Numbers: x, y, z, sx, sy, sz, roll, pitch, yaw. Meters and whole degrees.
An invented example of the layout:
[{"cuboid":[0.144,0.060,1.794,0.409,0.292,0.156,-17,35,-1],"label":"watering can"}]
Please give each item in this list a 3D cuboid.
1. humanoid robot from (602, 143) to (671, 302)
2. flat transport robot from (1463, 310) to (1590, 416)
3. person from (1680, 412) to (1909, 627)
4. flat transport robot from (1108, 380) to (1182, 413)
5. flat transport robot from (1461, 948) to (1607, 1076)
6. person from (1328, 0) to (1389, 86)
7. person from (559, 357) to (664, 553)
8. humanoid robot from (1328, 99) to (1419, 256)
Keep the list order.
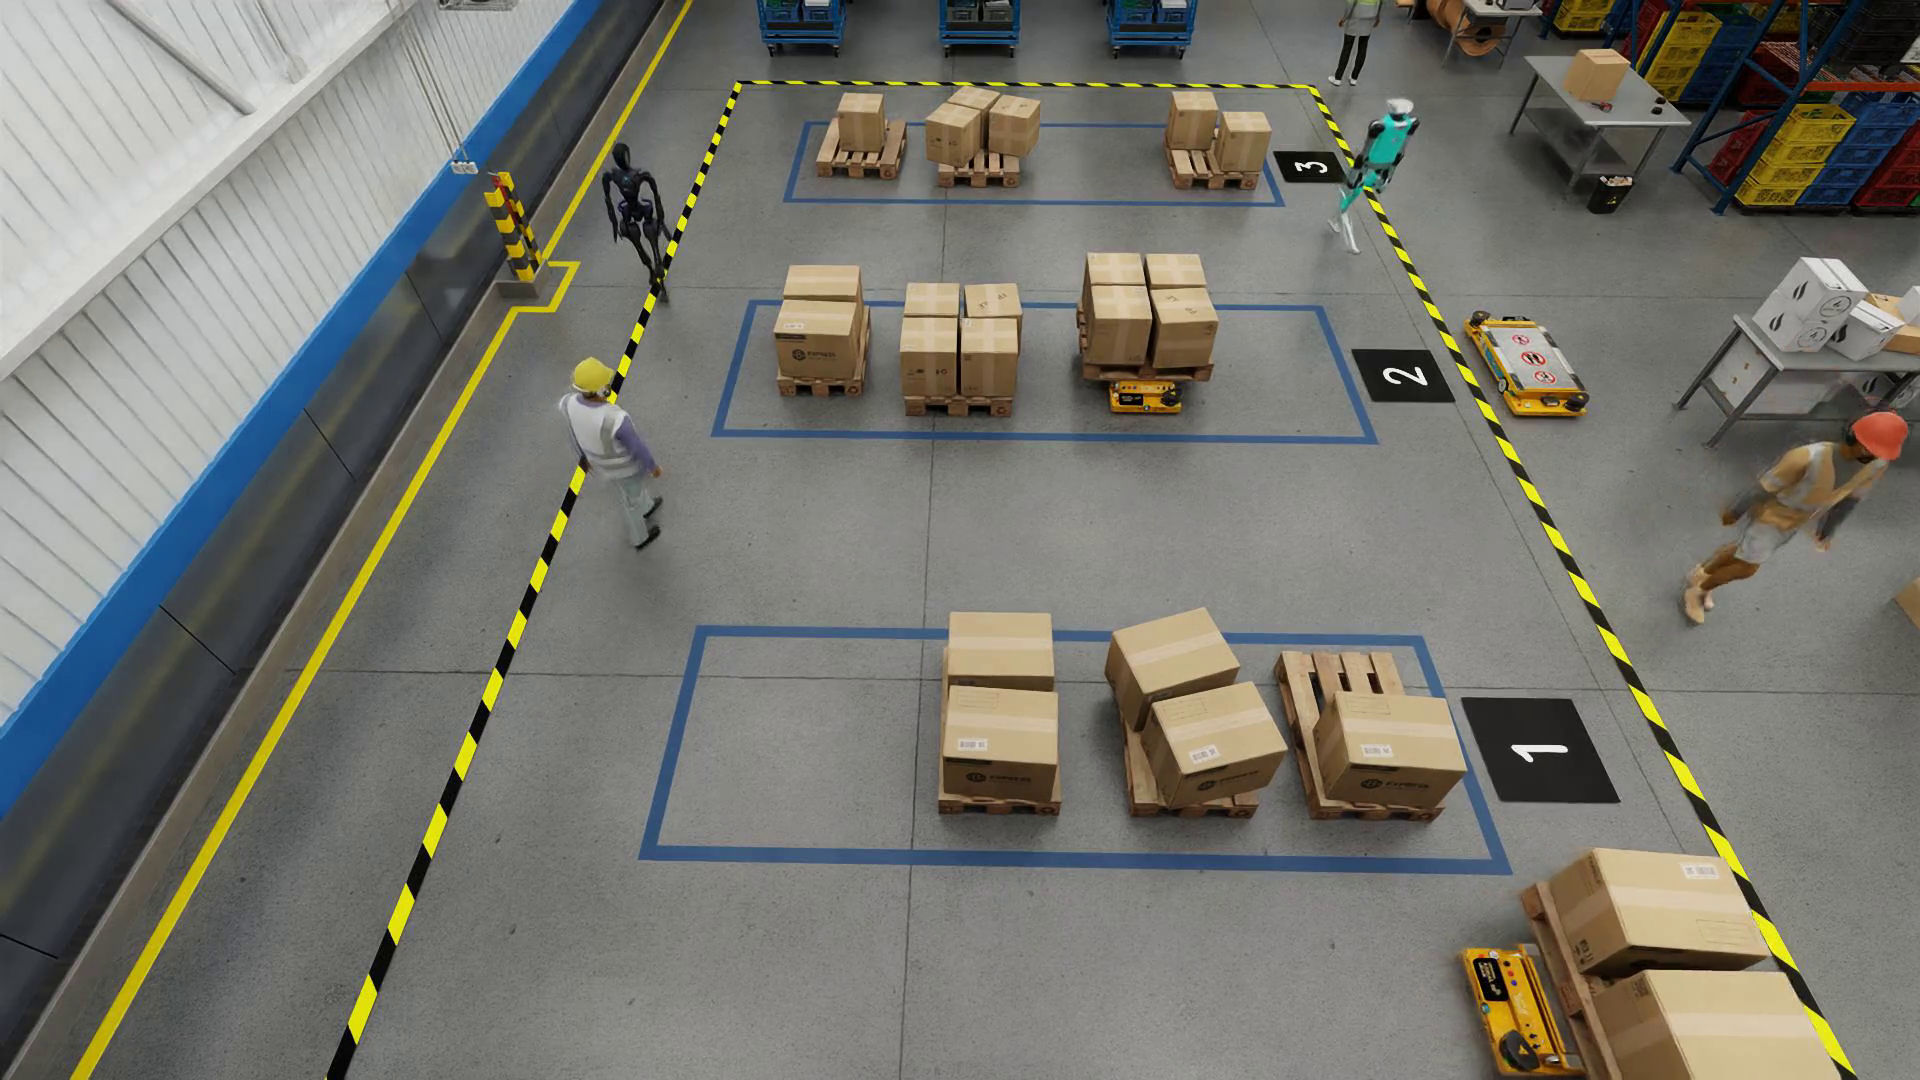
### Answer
[{"cuboid":[-3.321,-3.250,9.435,0.587,1.625,0.758,-7,49,-6],"label":"humanoid robot"},{"cuboid":[5.573,-1.757,9.054,0.659,0.231,1.431,1,49,1],"label":"flat transport robot"},{"cuboid":[5.852,-0.113,6.473,0.616,2.019,0.644,-1,49,-1],"label":"person"},{"cuboid":[1.773,-1.807,9.079,0.652,0.197,1.431,1,49,1],"label":"flat transport robot"},{"cuboid":[3.710,2.667,5.207,1.431,0.197,0.652,1,49,1],"label":"flat transport robot"},{"cuboid":[5.643,-7.371,12.870,0.587,1.847,0.396,0,49,0],"label":"person"},{"cuboid":[-2.603,-0.667,7.086,0.612,1.816,0.521,21,52,17],"label":"person"},{"cuboid":[4.419,-4.035,10.065,0.532,1.740,1.031,-10,50,-8],"label":"humanoid robot"}]
